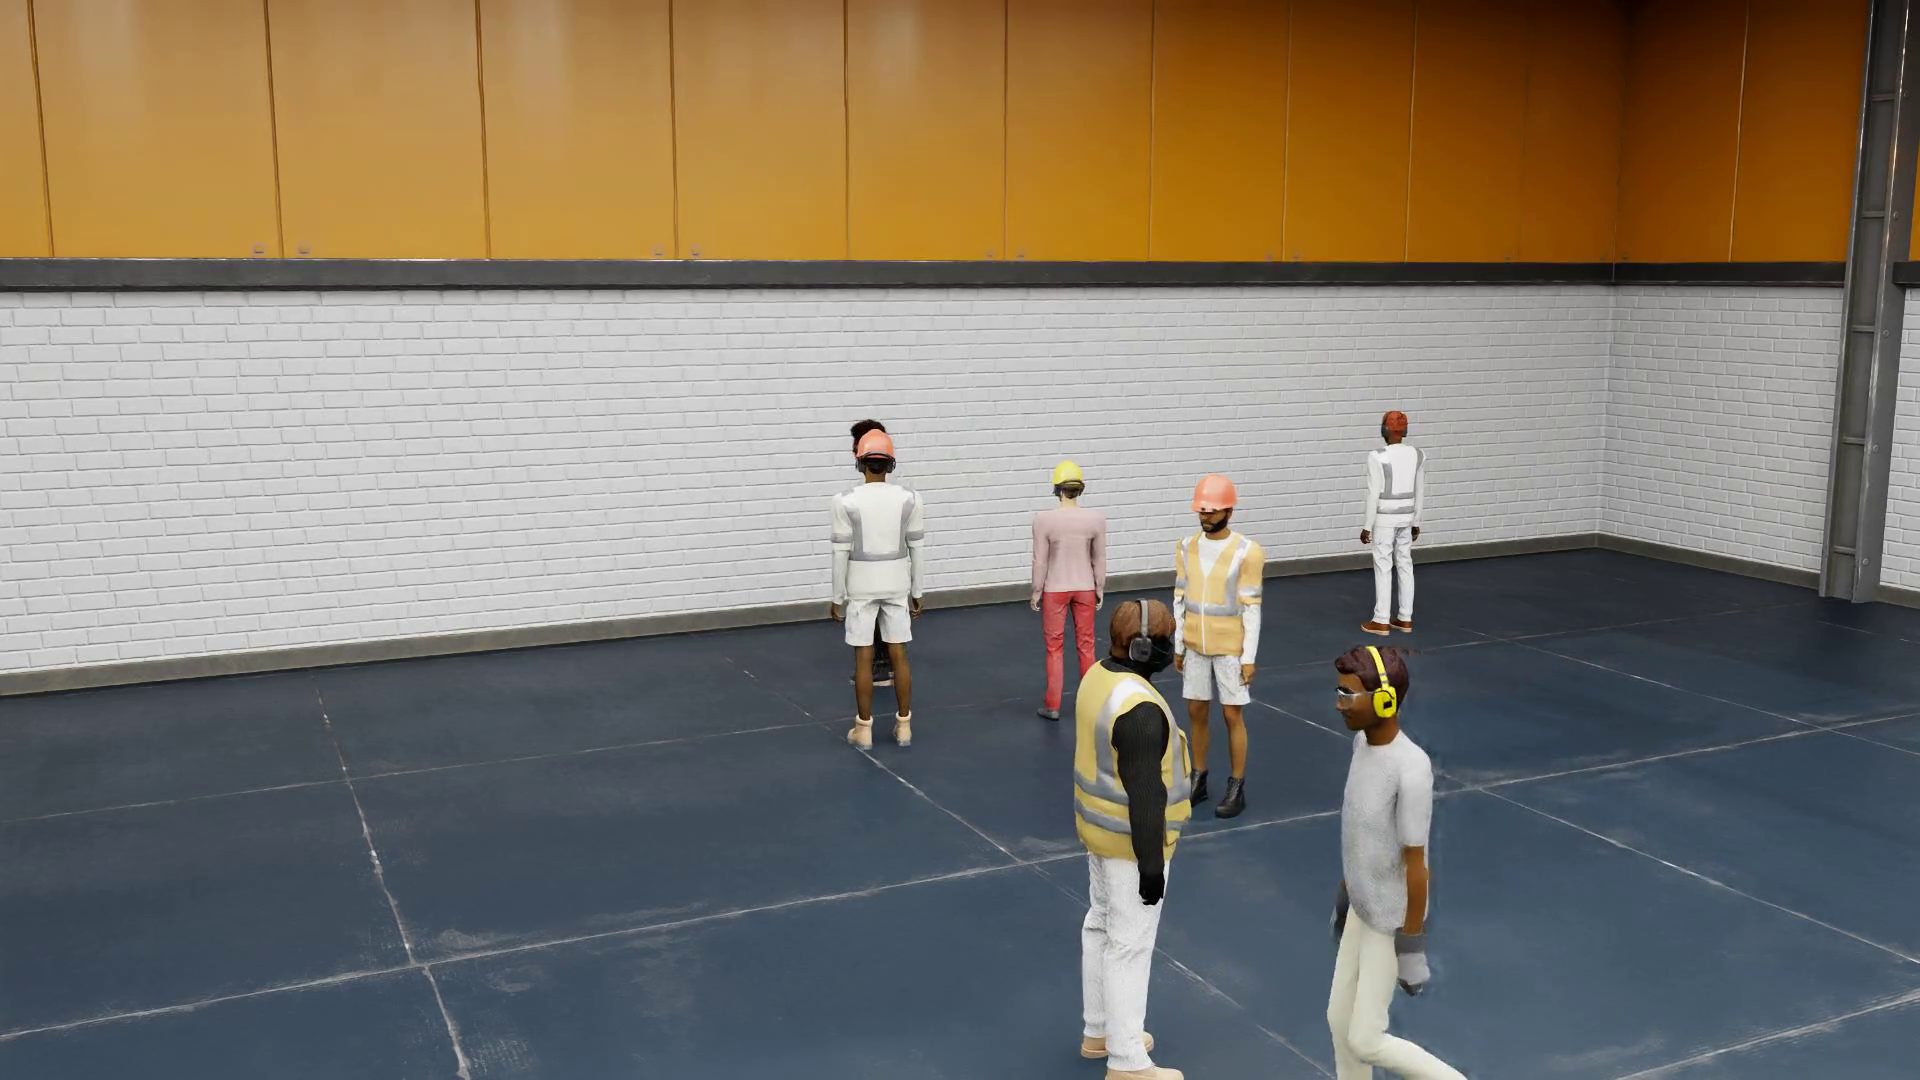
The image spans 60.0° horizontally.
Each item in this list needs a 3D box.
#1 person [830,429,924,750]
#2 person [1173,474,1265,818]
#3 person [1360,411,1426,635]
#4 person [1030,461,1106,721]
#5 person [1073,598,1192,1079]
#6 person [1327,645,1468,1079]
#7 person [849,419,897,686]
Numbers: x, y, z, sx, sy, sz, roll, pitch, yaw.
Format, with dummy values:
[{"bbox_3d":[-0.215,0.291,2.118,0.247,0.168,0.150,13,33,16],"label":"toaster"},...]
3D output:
[{"bbox_3d":[-0.537,0.313,10.623,0.615,2.040,0.391,-3,10,-17],"label":"person"},{"bbox_3d":[1.418,0.588,9.285,0.547,1.929,0.392,7,12,38],"label":"person"},{"bbox_3d":[3.620,-0.143,13.941,0.585,1.882,0.339,-4,10,-24],"label":"person"},{"bbox_3d":[0.728,0.347,11.274,0.533,1.766,0.316,-2,9,-14],"label":"person"},{"bbox_3d":[0.646,1.123,6.221,0.429,1.839,0.634,-2,9,-11],"label":"person"},{"bbox_3d":[1.443,1.242,5.485,0.600,1.844,0.518,-1,9,-5],"label":"person"},{"bbox_3d":[-0.641,0.090,12.242,0.362,1.962,0.612,2,9,10],"label":"person"}]
